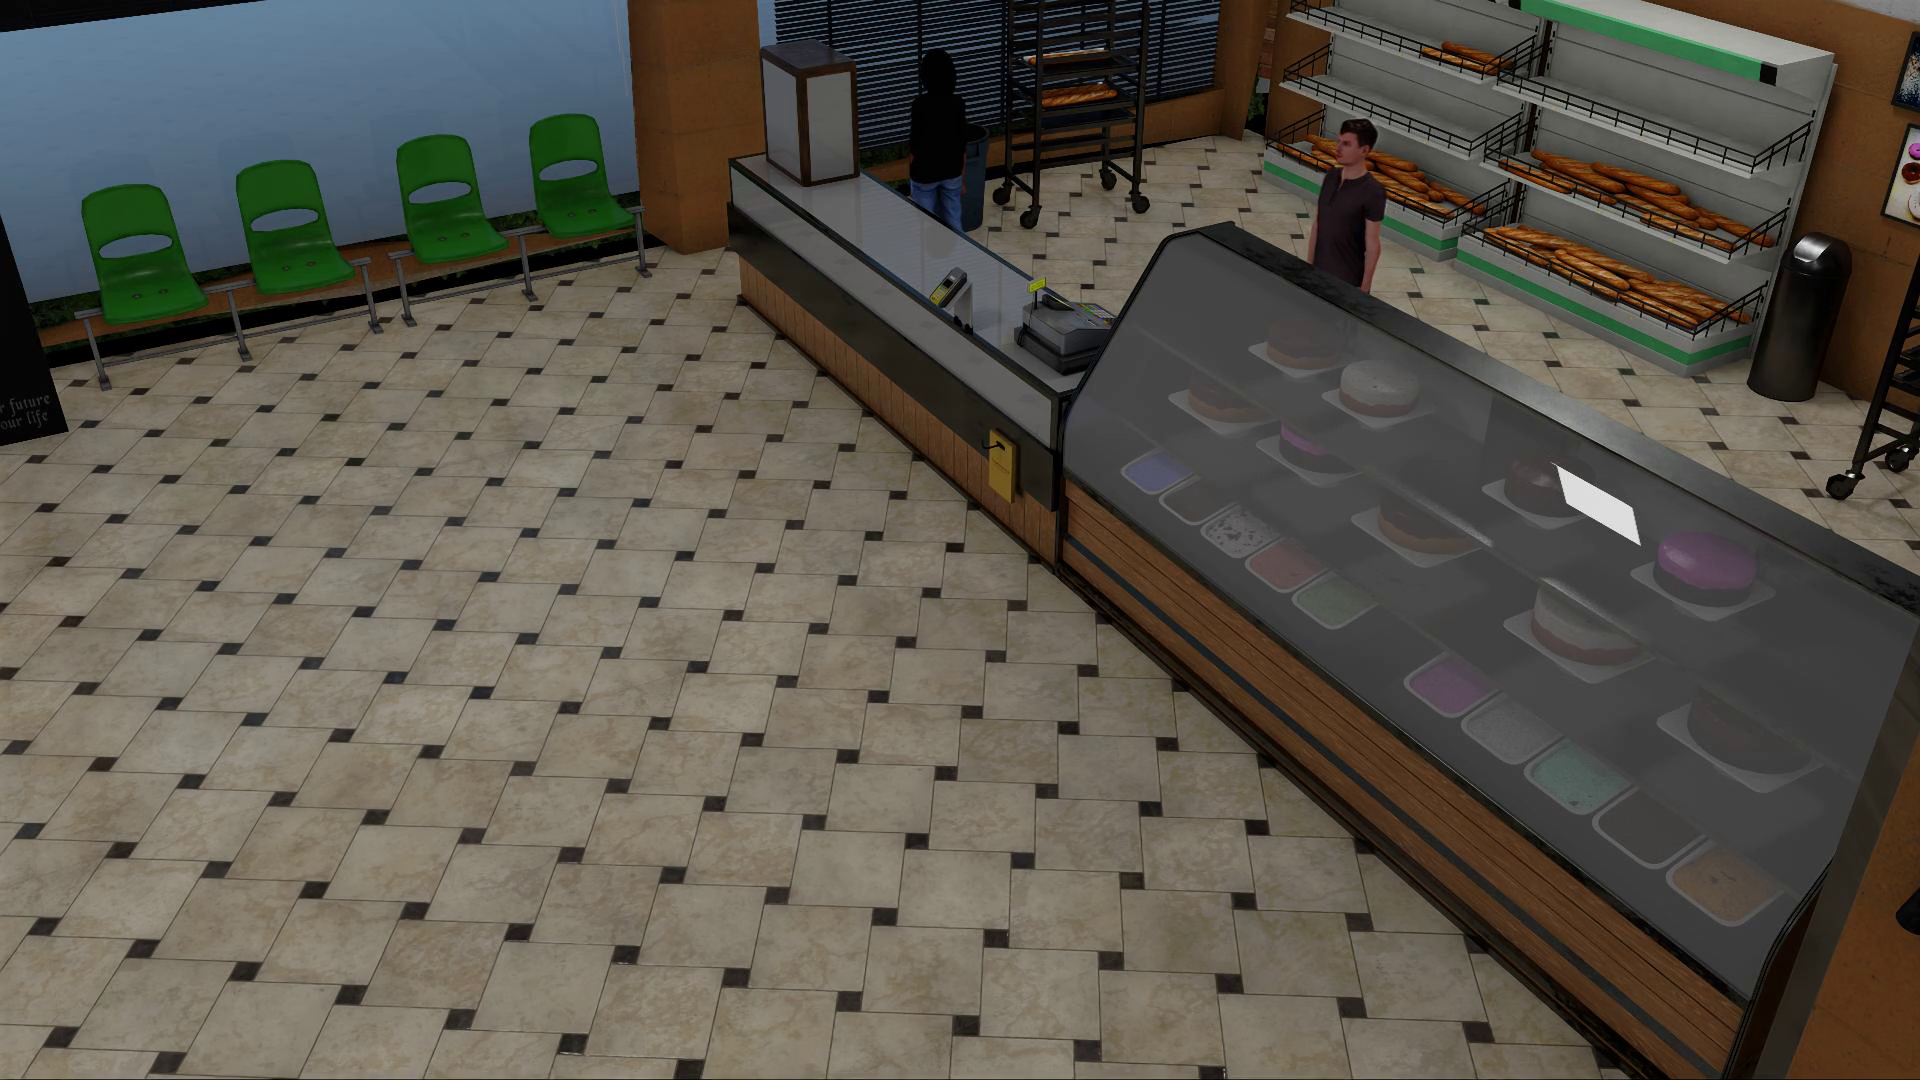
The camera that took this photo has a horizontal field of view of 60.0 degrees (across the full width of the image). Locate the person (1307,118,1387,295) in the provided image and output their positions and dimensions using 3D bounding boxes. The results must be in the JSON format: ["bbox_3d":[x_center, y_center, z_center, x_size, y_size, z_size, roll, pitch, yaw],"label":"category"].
[{"bbox_3d":[2.134,-1.452,9.327,0.515,1.851,0.650,-17,36,-25],"label":"person"}]

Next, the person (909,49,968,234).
[{"bbox_3d":[-0.151,-2.371,10.951,0.524,1.696,0.641,-11,33,-17],"label":"person"}]
